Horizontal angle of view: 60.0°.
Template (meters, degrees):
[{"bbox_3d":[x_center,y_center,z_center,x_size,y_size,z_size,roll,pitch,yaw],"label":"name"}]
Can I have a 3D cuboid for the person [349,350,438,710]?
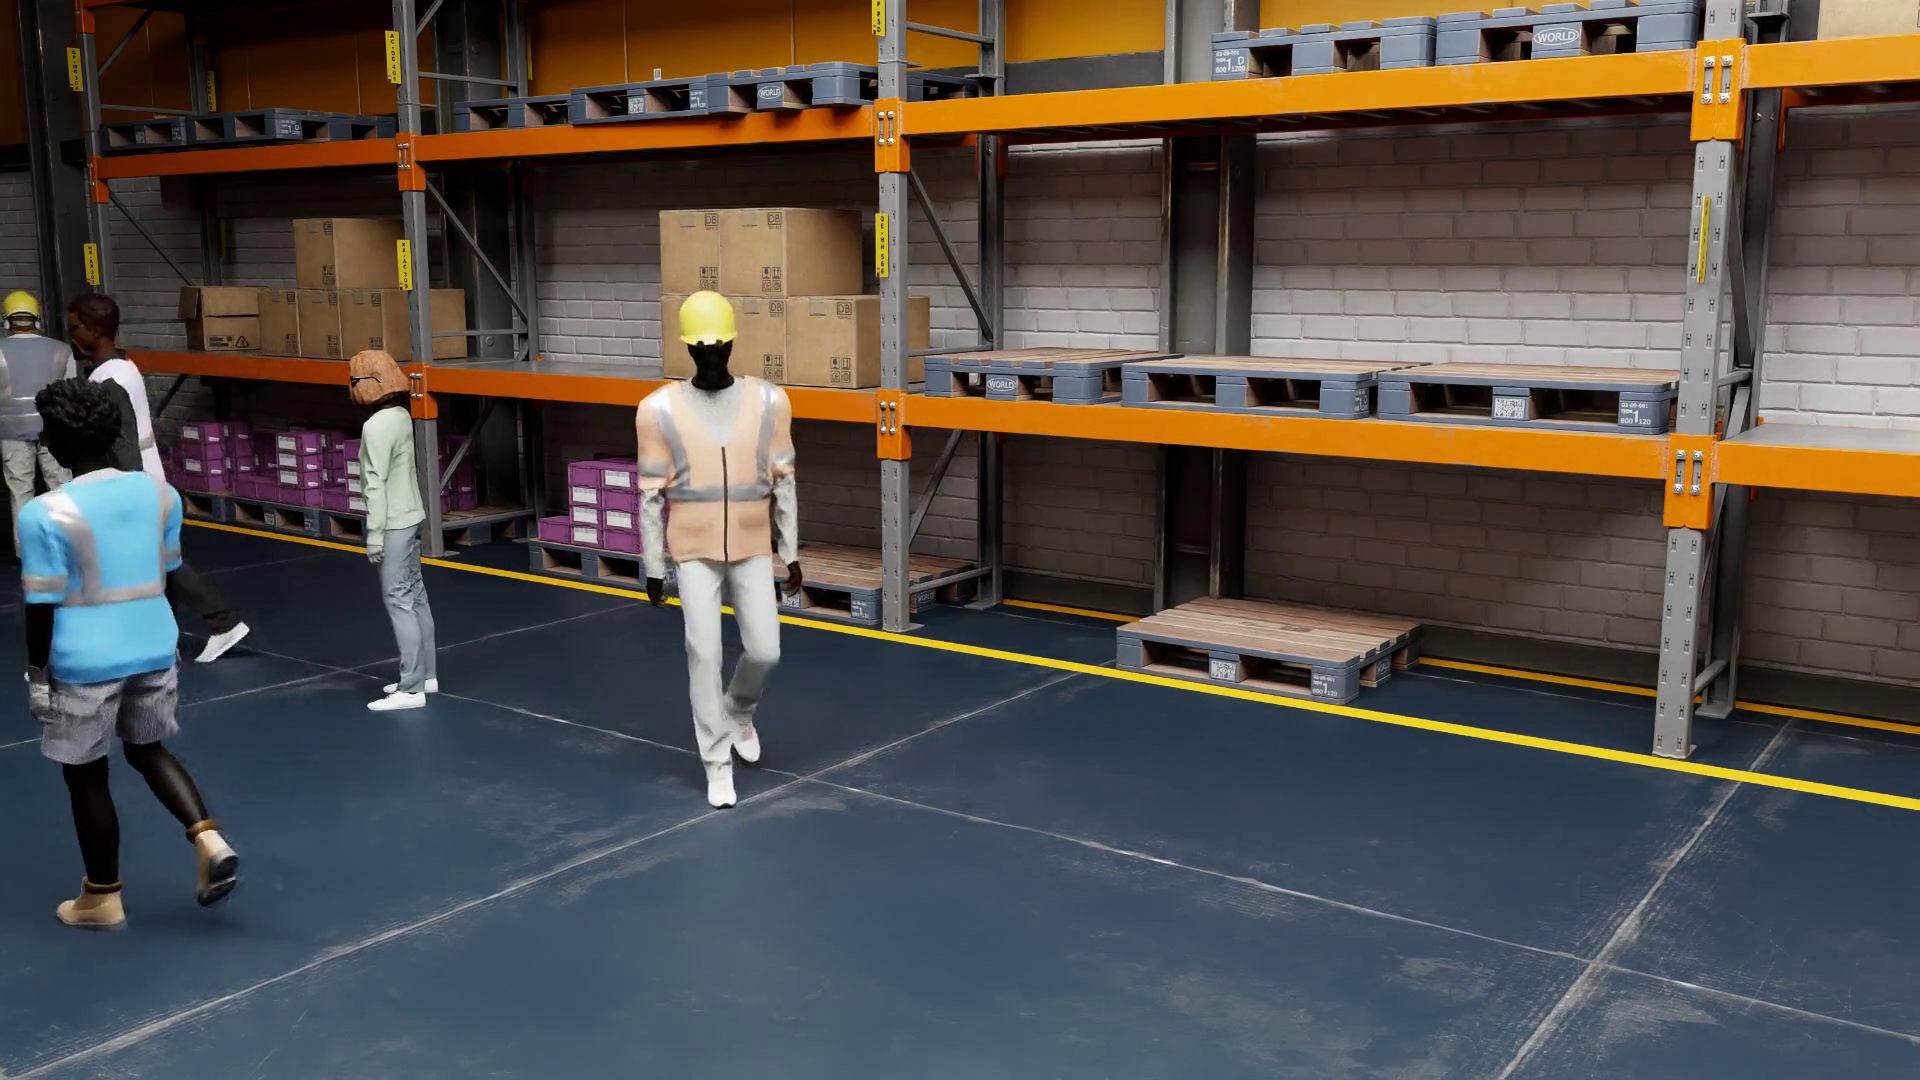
[{"bbox_3d":[-2.586,-0.047,7.563,0.287,1.624,0.497,-1,10,-5],"label":"person"}]

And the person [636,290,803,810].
[{"bbox_3d":[-0.907,0.023,6.268,0.614,1.912,0.536,-3,10,-17],"label":"person"}]

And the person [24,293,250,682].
[{"bbox_3d":[-4.044,-0.264,8.118,0.976,1.882,0.609,-4,10,-22],"label":"person"}]

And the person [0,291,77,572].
[{"bbox_3d":[-6.071,-0.709,10.889,0.600,1.827,0.404,-7,12,-37],"label":"person"}]

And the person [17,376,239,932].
[{"bbox_3d":[-2.496,0.358,4.930,0.519,1.686,0.546,4,10,23],"label":"person"}]
